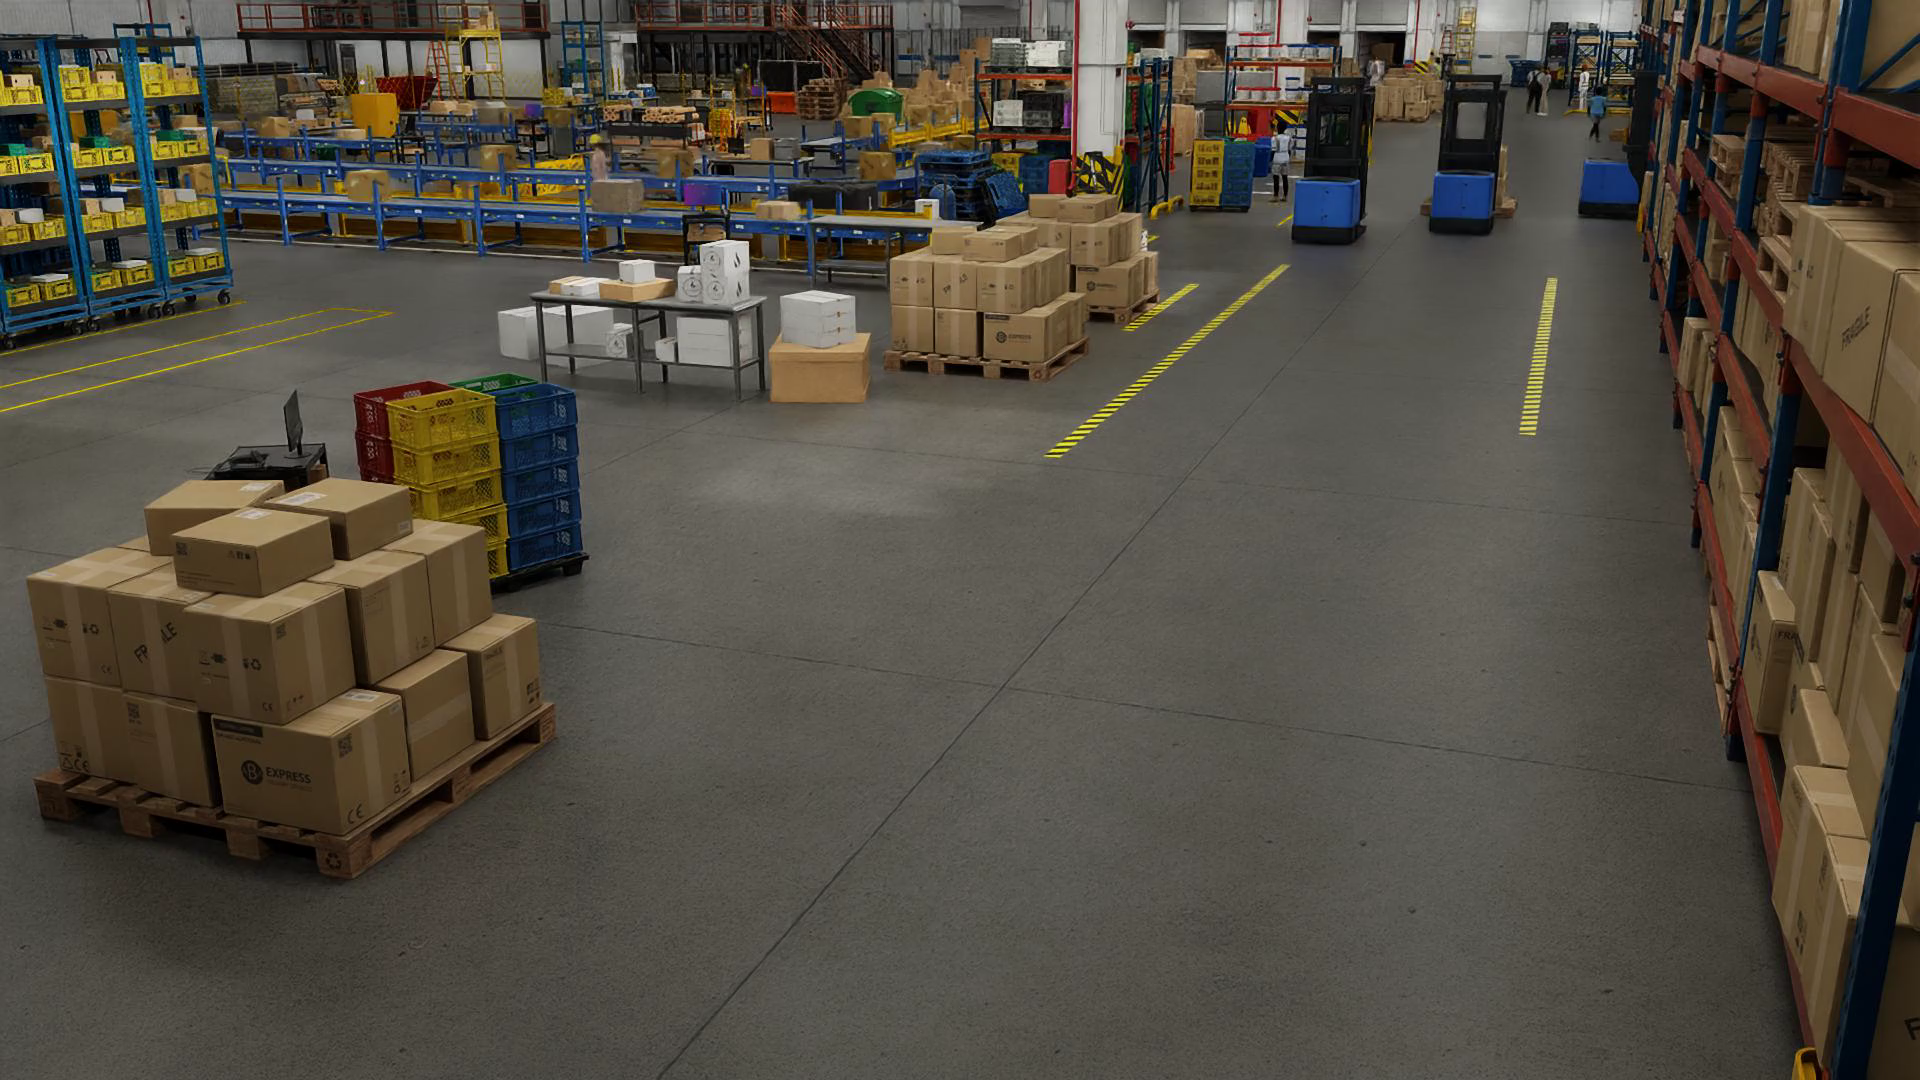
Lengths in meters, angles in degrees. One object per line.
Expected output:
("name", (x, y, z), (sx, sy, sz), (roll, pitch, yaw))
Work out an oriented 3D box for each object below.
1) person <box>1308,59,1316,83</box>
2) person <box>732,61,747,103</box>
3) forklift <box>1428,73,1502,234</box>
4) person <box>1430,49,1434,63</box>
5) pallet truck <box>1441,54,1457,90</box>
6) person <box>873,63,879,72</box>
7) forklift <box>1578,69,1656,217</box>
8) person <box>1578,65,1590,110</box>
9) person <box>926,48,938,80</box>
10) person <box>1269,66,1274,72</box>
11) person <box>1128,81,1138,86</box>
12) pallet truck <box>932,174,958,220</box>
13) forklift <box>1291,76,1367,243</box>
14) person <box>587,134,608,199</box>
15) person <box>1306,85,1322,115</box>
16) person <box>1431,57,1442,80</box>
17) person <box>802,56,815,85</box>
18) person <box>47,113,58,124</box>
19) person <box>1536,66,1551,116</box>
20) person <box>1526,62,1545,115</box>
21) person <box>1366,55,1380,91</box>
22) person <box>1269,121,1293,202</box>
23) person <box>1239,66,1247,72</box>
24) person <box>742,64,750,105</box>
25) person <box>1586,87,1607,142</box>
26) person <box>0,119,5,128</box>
("person", (19.764, -26.634, 93.276), (0.375, 1.997, 0.611), (6, 19, 18))
("person", (-9.732, -20.144, 73.171), (0.583, 1.830, 0.502), (-2, 18, -8))
("forklift", (9.343, -7.129, 30.554), (1.129, 2.768, 1.873), (6, 19, 19))
("person", (25.750, -25.902, 91.090), (0.382, 1.924, 0.594), (-5, 18, -15))
("pallet truck", (22.765, -21.886, 78.355), (0.823, 1.965, 1.885), (-4, 18, -14))
("person", (-3.416, -18.508, 67.944), (0.328, 1.876, 0.514), (2, 18, 7))
("forklift", (13.219, -7.740, 32.475), (1.873, 2.768, 1.129), (6, 19, 18))
("person", (24.798, -17.945, 66.186), (0.573, 1.873, 0.356), (-15, 23, -39))
("person", (-1.651, -26.812, 93.993), (0.988, 1.914, 0.601), (-6, 19, -19))
("person", (14.401, -21.020, 75.897), (0.619, 1.839, 0.430), (3, 18, 8))
("person", (6.456, -16.618, 61.893), (0.353, 1.942, 0.545), (13, 22, 35))
("pallet truck", (-0.507, -5.292, 27.348), (0.653, 1.274, 1.630), (6, 19, 19))
("forklift", (6.598, -6.755, 29.381), (1.129, 2.768, 1.873), (6, 19, 19))
("person", (-6.691, -6.737, 31.187), (0.864, 1.733, 0.518), (3, 18, 10))
("person", (11.496, -13.964, 53.817), (0.597, 1.791, 0.900), (-11, 21, -31))
("person", (22.971, -22.394, 80.280), (0.615, 1.803, 0.920), (-12, 21, -34))
("person", (-6.869, -21.048, 75.773), (0.603, 1.966, 0.368), (3, 18, 11))
("person", (-22.481, -10.146, 41.486), (0.480, 1.991, 0.793), (-17, 24, -42))
("person", (22.724, -17.437, 64.587), (0.309, 1.868, 0.535), (-3, 18, -10))
("person", (22.566, -17.681, 65.072), (0.715, 2.000, 0.540), (14, 22, 37))
("person", (19.874, -22.284, 79.815), (1.069, 1.879, 0.623), (0, 18, -1))
("person", (6.795, -8.025, 35.292), (0.537, 1.695, 0.321), (-8, 19, -23))
("person", (11.465, -18.472, 67.754), (0.392, 1.921, 0.593), (-12, 21, -33))
("person", (-9.276, -19.671, 71.813), (0.584, 1.730, 0.542), (10, 20, 29))
("person", (19.782, -13.237, 51.730), (0.509, 1.633, 0.797), (1, 18, 2))
("person", (-27.462, -11.921, 47.222), (0.666, 1.890, 0.536), (-4, 18, -14))
